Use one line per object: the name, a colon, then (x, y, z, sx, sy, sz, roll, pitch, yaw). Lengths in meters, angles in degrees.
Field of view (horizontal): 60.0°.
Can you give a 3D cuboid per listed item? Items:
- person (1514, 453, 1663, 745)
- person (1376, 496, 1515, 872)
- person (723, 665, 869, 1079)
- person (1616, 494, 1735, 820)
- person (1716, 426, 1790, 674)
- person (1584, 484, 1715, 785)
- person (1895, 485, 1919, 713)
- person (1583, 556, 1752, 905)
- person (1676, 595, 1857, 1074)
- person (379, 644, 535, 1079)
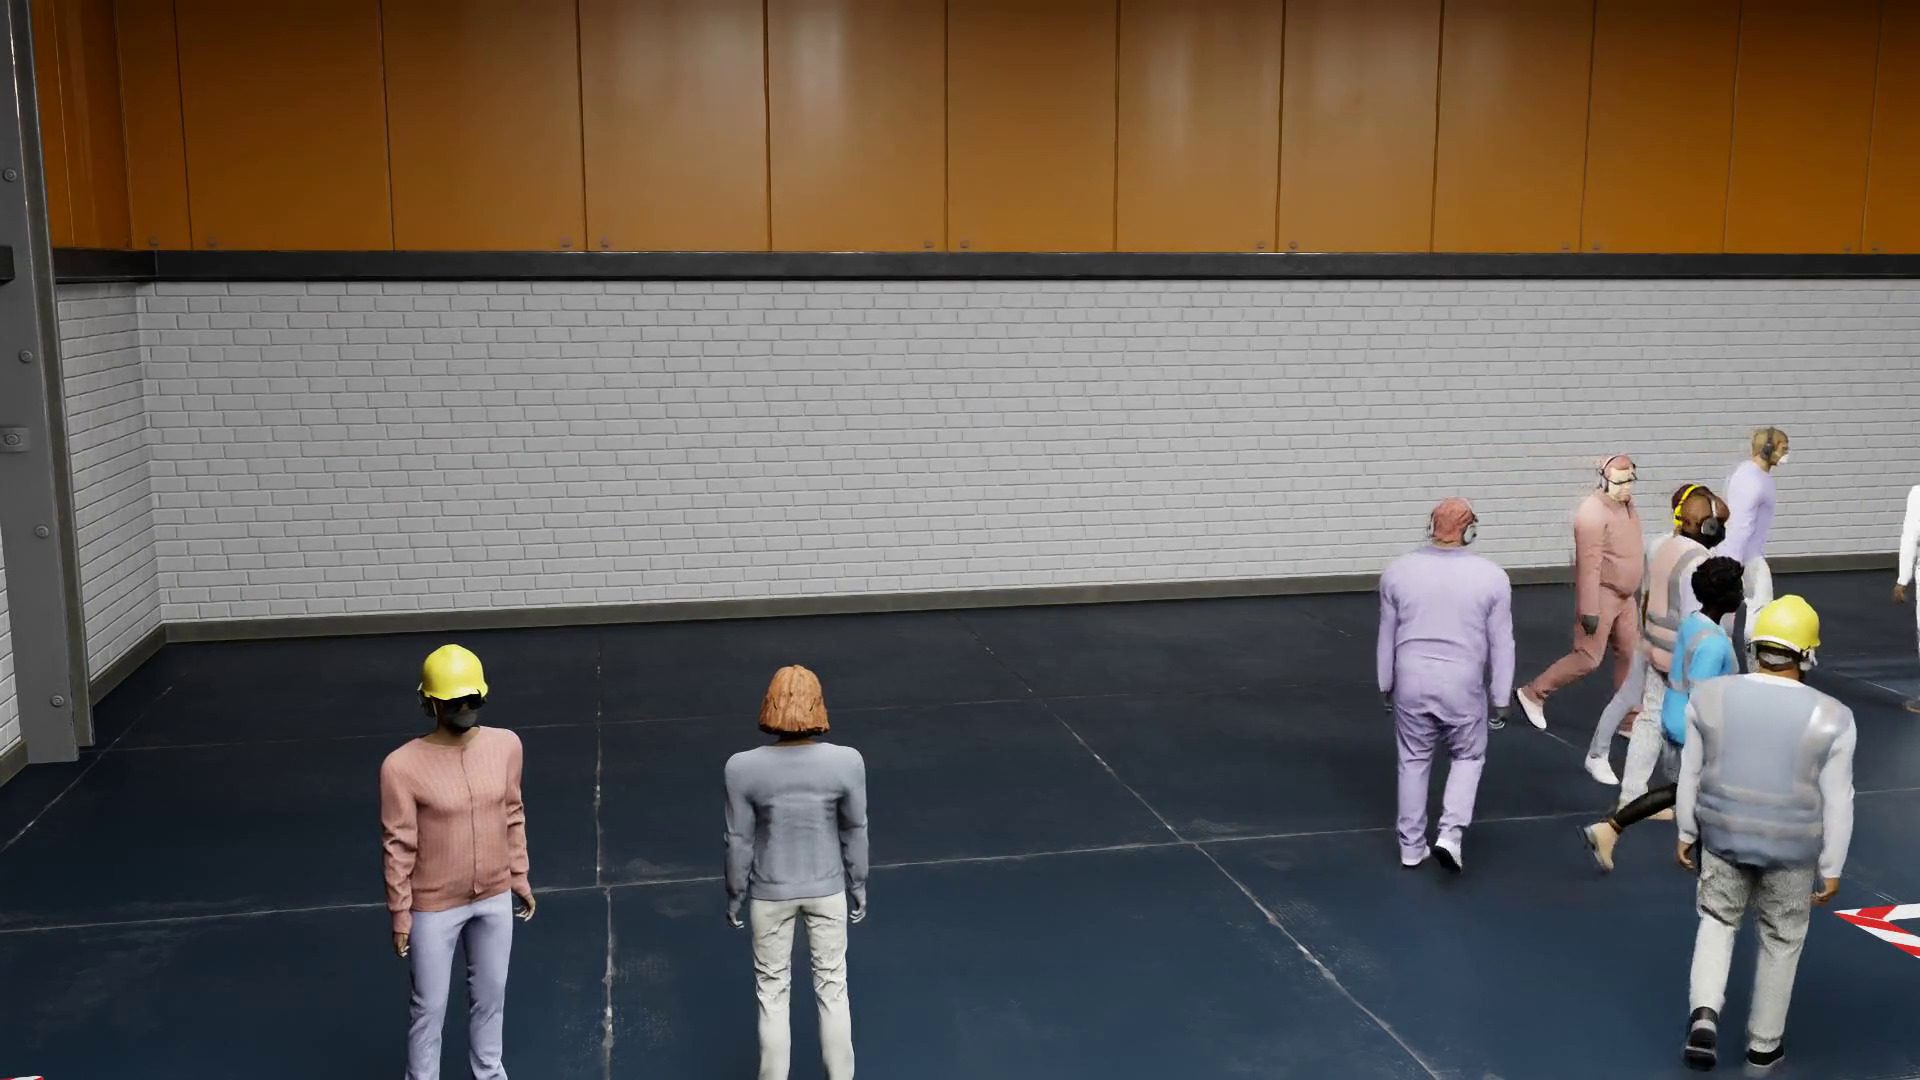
person: (4.028, 0.358, 10.554, 0.860, 1.863, 0.668, 8, 12, 41)
person: (2.377, 0.728, 8.203, 0.682, 1.885, 0.462, 5, 10, 27)
person: (-0.570, 1.244, 5.831, 0.508, 1.632, 0.264, -2, 10, -12)
person: (4.016, 0.657, 8.930, 0.915, 1.799, 0.631, 0, 9, 1)
person: (5.513, 0.114, 11.944, 0.888, 1.903, 0.630, 4, 10, 21)
person: (3.995, 0.571, 9.439, 0.554, 1.811, 0.950, -5, 11, -29)
person: (6.597, 0.275, 11.073, 0.615, 1.867, 0.416, 2, 9, 9)
person: (3.396, 0.888, 7.872, 0.680, 1.673, 0.529, 2, 9, 11)
person: (2.920, 1.110, 6.083, 0.604, 1.820, 0.547, 7, 12, 36)
person: (-1.676, 1.213, 5.616, 0.322, 1.767, 0.533, 9, 13, 43)
